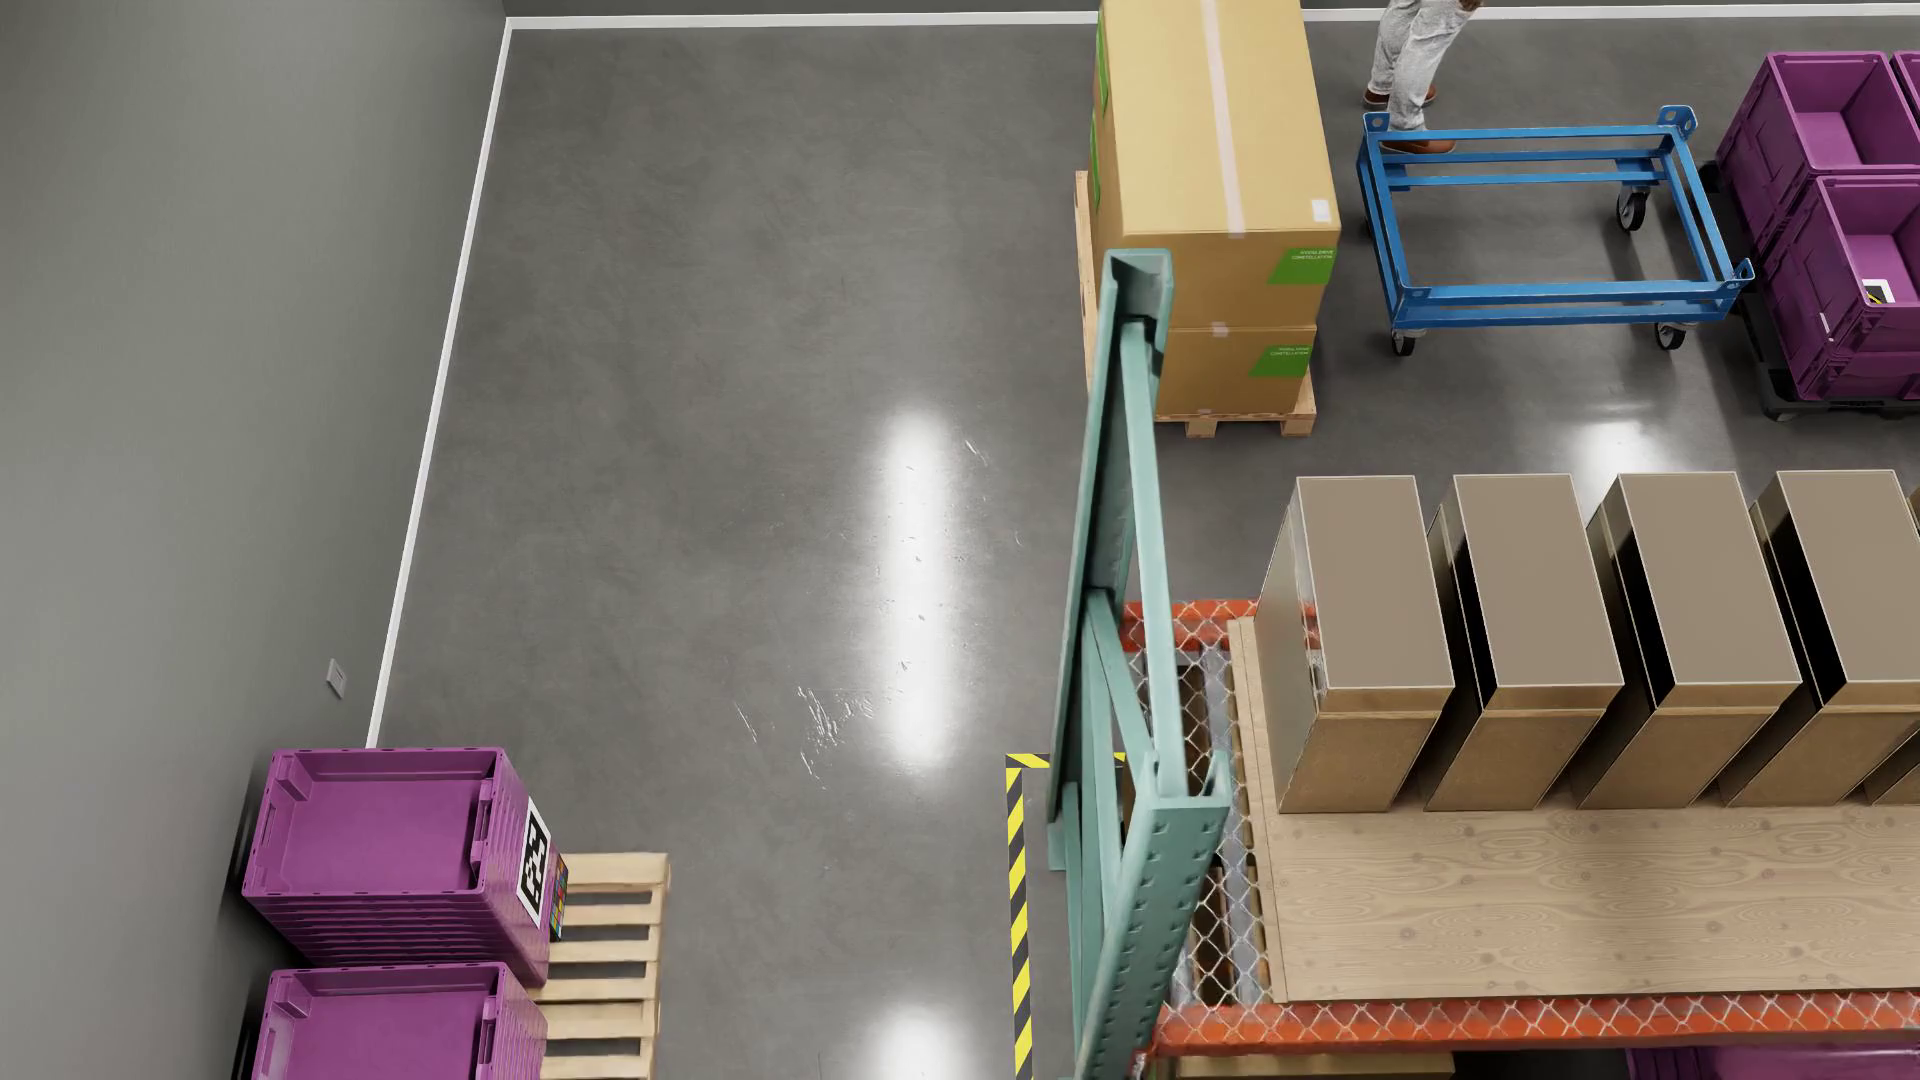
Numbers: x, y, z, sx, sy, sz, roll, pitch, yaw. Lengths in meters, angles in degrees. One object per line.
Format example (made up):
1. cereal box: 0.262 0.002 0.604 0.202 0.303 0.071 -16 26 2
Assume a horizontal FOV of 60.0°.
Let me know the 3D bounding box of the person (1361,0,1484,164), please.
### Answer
1. person: 1.832 -2.244 6.079 0.359 1.938 0.632 -2 58 -1
